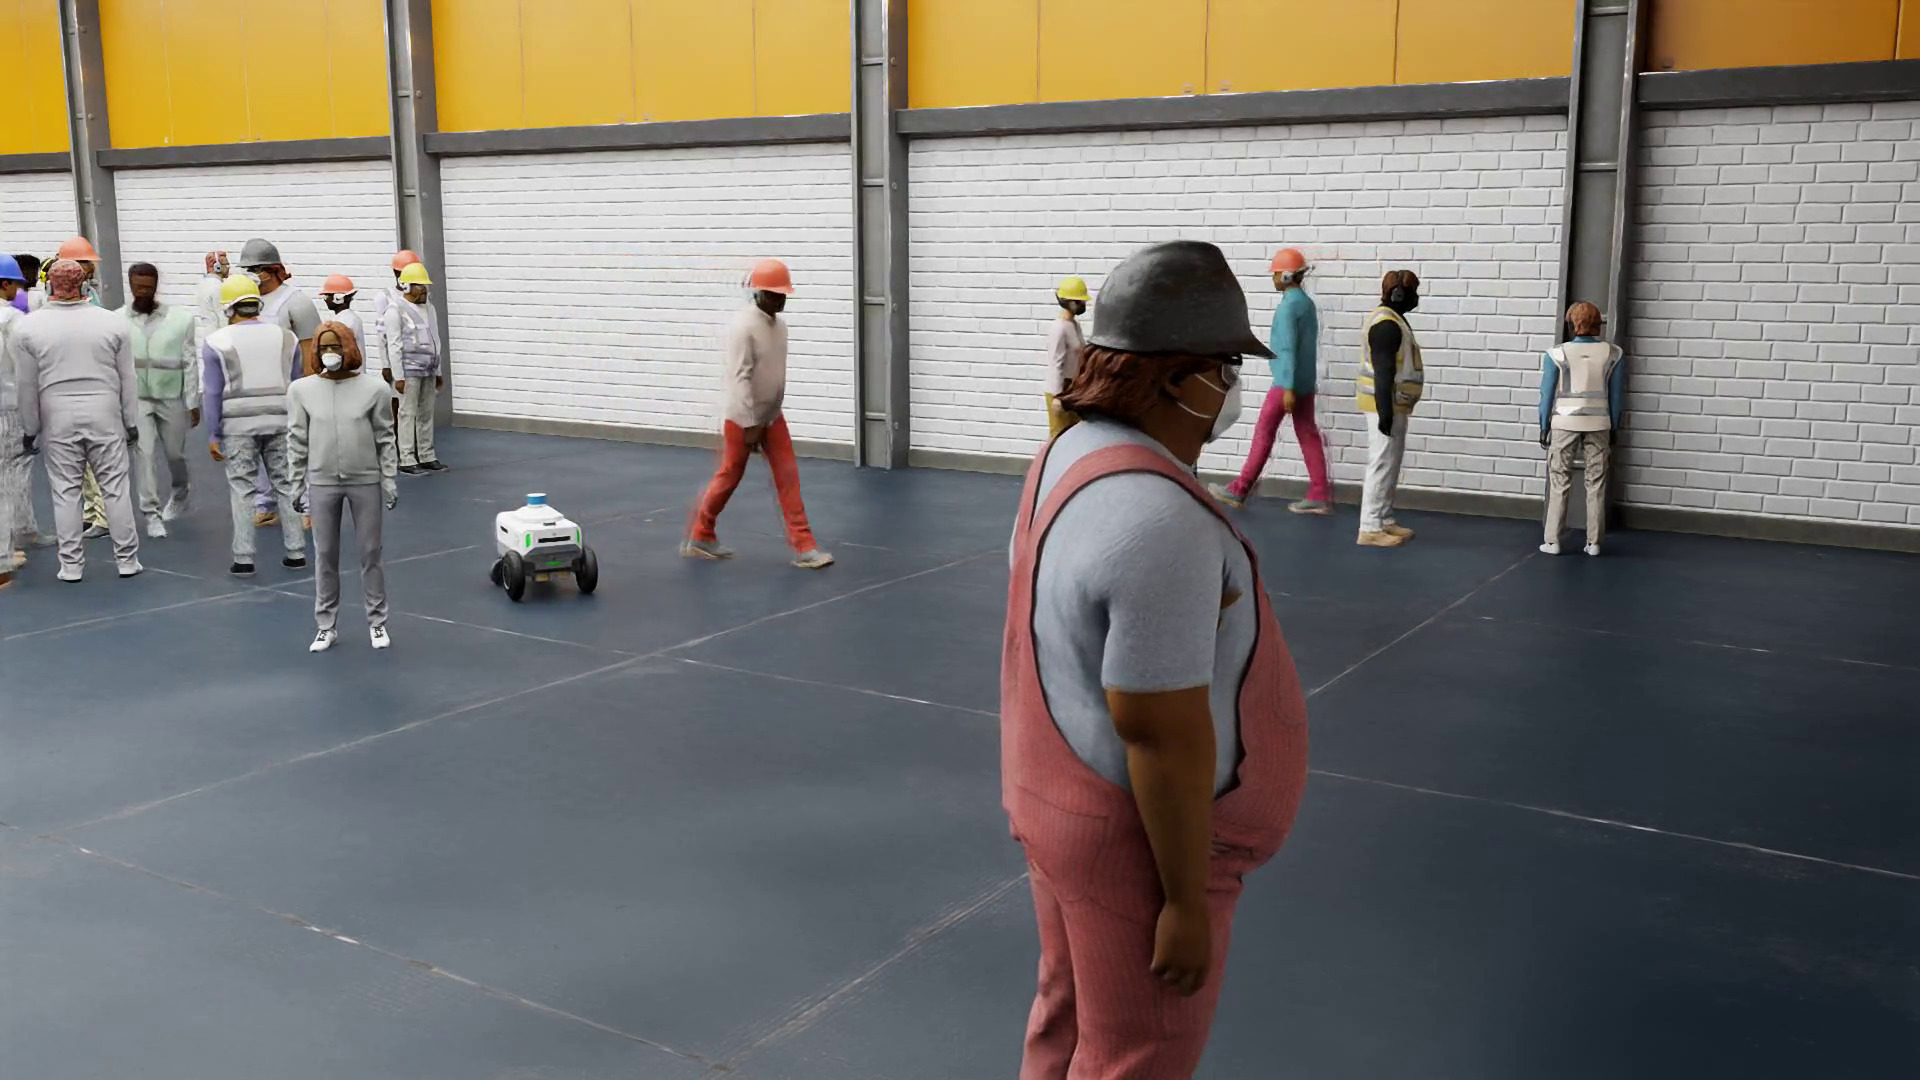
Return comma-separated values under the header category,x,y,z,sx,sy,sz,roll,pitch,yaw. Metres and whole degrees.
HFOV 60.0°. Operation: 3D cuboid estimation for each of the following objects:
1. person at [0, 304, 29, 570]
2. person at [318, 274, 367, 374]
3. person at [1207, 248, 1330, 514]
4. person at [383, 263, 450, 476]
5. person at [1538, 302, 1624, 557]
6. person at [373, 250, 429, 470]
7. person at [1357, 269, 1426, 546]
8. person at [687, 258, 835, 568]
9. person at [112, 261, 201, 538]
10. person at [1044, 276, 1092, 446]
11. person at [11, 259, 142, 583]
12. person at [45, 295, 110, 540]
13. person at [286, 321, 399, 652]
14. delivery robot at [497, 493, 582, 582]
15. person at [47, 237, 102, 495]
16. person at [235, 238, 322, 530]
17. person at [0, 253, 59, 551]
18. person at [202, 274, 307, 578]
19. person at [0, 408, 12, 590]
category,x,y,z,sx,sy,sz,roll,pitch,yaw
person,-5.979,-0.715,10.180,0.358,1.835,0.516,-7,13,-35
person,-4.956,-1.261,13.410,0.327,1.753,0.563,-2,10,-12
person,2.331,-1.171,12.347,0.973,1.948,0.622,7,12,32
person,-4.676,-1.462,14.335,0.403,1.825,0.593,4,11,20
person,3.960,-0.698,10.641,0.514,1.634,0.313,1,10,7
person,-4.891,-1.592,14.746,0.370,1.934,0.543,7,12,35
person,2.867,-0.877,11.077,0.430,1.837,0.635,4,11,19
person,-1.283,-0.776,10.326,1.058,1.929,0.613,6,12,29
person,-5.609,-0.995,11.586,0.593,1.889,0.831,-4,11,-22
person,0.823,-1.110,12.582,0.358,1.753,0.533,4,11,22
person,-5.221,-0.700,9.881,0.639,1.911,0.402,-5,12,-28
person,-5.988,-0.883,11.322,0.326,1.750,0.563,-9,13,-40
person,-3.037,-0.262,8.208,0.509,1.632,0.268,-3,11,-14
delivery robot,-2.443,-0.027,9.640,0.477,0.478,0.707,-6,12,-28
person,-6.977,-1.383,13.288,0.375,2.044,0.604,-1,10,-4
person,-4.804,-1.070,11.561,0.688,2.000,0.536,3,11,19
person,-6.233,-0.897,10.892,0.604,1.939,0.415,6,12,29
person,-4.272,-0.687,10.068,0.590,1.824,0.409,-10,14,-43
person,-5.658,-0.580,9.334,0.570,1.860,0.667,1,10,7
